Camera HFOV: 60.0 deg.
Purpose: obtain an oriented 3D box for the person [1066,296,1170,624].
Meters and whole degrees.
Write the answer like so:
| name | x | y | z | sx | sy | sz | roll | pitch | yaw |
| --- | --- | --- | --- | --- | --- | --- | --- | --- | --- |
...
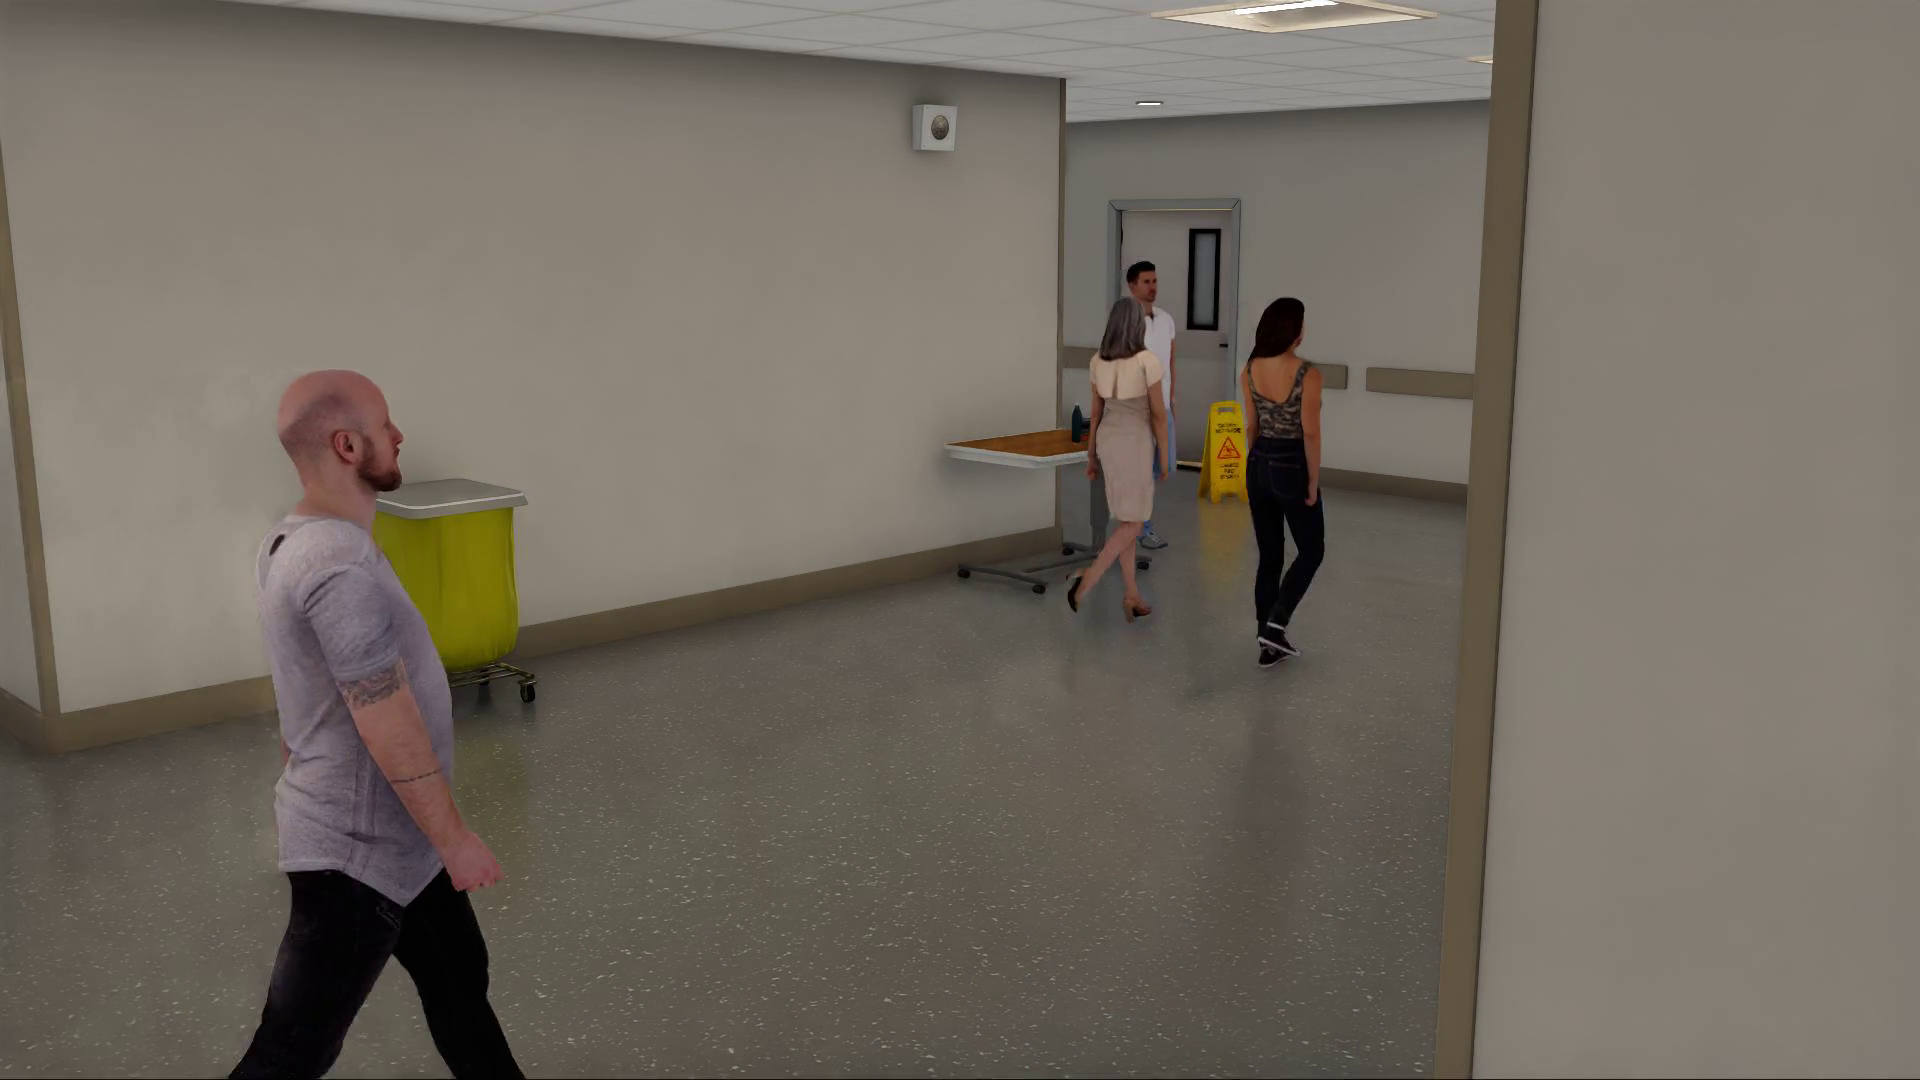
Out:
| name | x | y | z | sx | sy | sz | roll | pitch | yaw |
| --- | --- | --- | --- | --- | --- | --- | --- | --- | --- |
| person | 0.820 | -0.371 | 8.575 | 0.948 | 1.717 | 0.751 | 8 | 13 | 36 |

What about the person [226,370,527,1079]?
| name | x | y | z | sx | sy | sz | roll | pitch | yaw |
| --- | --- | --- | --- | --- | --- | --- | --- | --- | --- |
| person | -1.238 | 0.616 | 3.182 | 1.030 | 1.787 | 1.239 | -5 | 12 | -23 |

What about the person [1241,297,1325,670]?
| name | x | y | z | sx | sy | sz | roll | pitch | yaw |
| --- | --- | --- | --- | --- | --- | --- | --- | --- | --- |
| person | 1.453 | -0.245 | 7.810 | 0.597 | 1.755 | 0.676 | 10 | 15 | 42 |

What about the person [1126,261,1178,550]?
| name | x | y | z | sx | sy | sz | roll | pitch | yaw |
| --- | --- | --- | --- | --- | --- | --- | --- | --- | --- |
| person | 1.170 | -0.880 | 10.913 | 0.808 | 1.845 | 1.052 | -7 | 13 | -31 |
